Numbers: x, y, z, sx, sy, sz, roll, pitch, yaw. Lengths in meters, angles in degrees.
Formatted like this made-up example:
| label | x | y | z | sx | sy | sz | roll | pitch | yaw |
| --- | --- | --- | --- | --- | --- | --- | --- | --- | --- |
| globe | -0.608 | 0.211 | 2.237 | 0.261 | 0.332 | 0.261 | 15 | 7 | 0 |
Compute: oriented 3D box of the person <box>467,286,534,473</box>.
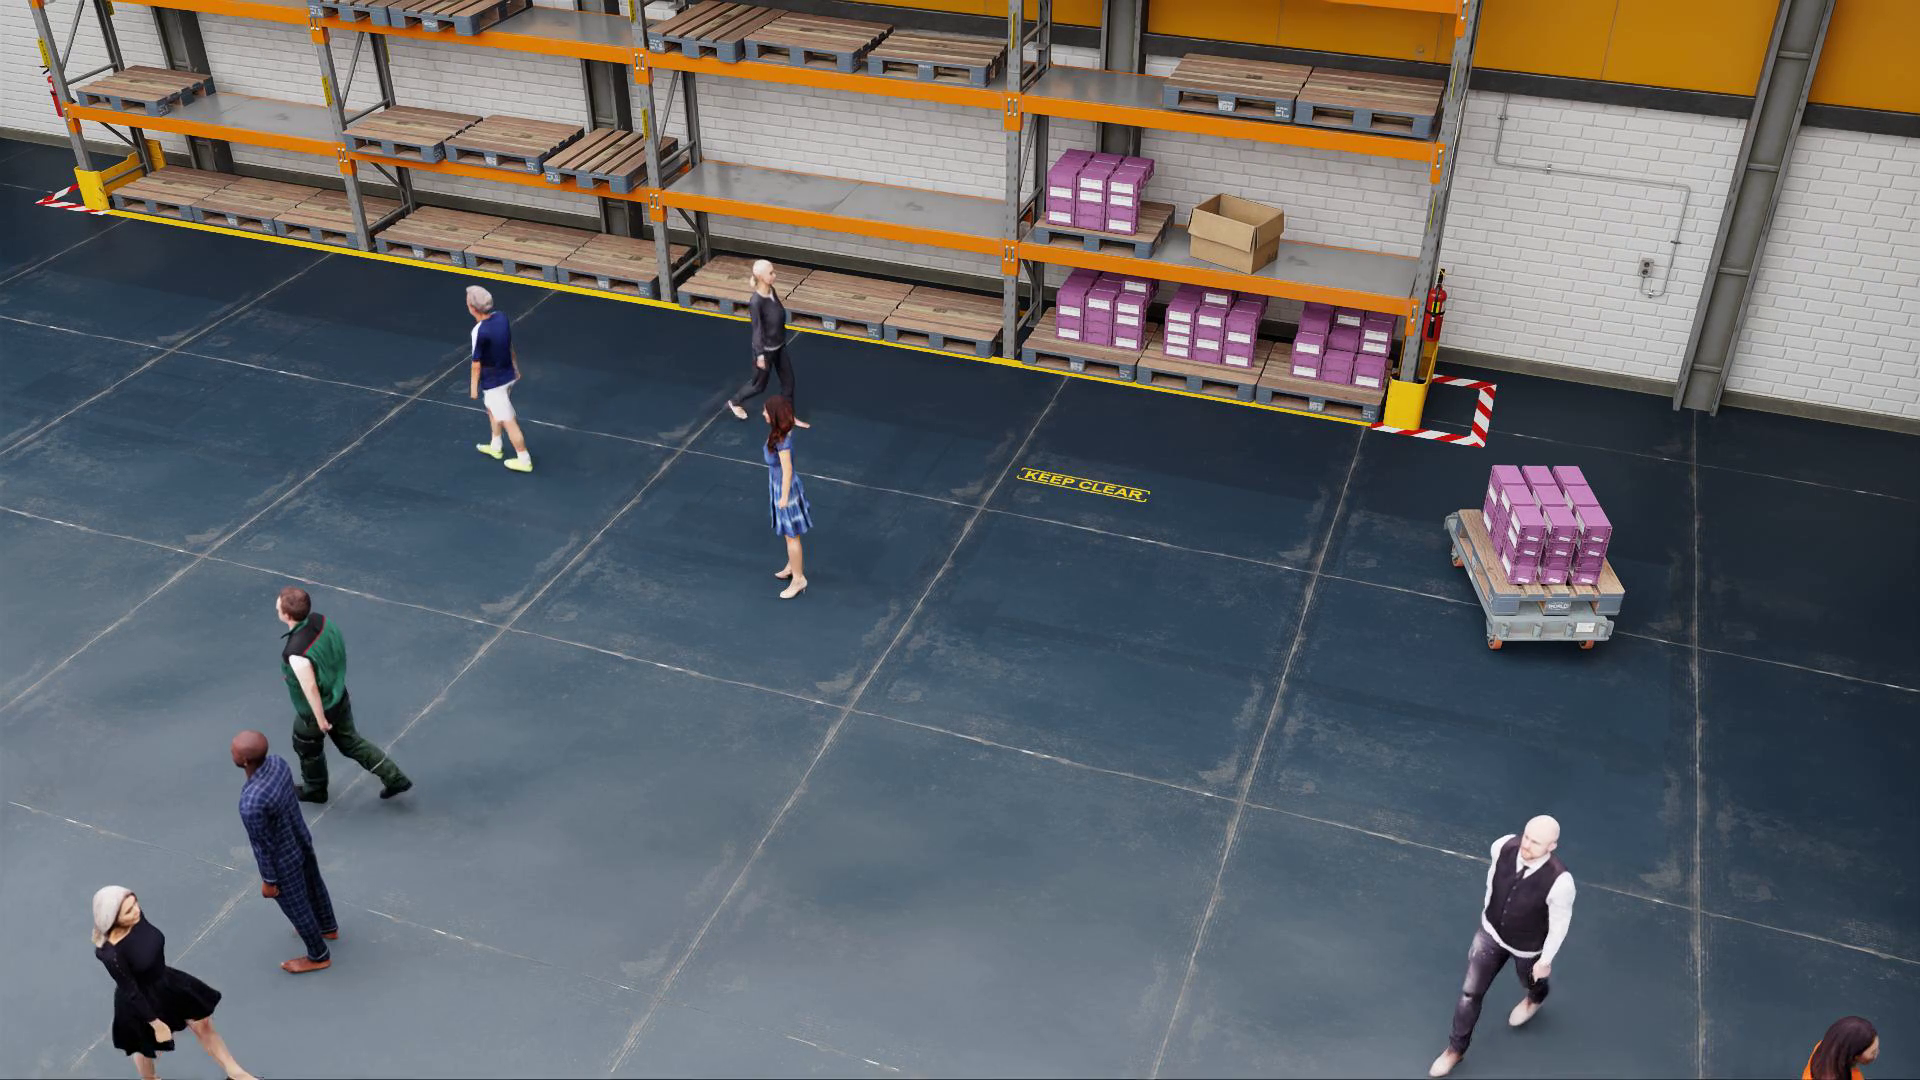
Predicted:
| label | x | y | z | sx | sy | sz | roll | pitch | yaw |
| --- | --- | --- | --- | --- | --- | --- | --- | --- | --- |
| person | -4.074 | -1.419 | 14.931 | 0.889 | 1.818 | 0.701 | 8 | 35 | 13 |

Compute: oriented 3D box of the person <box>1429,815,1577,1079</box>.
| label | x | y | z | sx | sy | sz | roll | pitch | yaw |
| --- | --- | --- | --- | --- | --- | --- | --- | --- | --- |
| person | 3.219 | 2.243 | 9.458 | 1.168 | 1.776 | 1.269 | -24 | 41 | -32 |

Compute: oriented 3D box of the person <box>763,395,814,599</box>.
| label | x | y | z | sx | sy | sz | roll | pitch | yaw |
| --- | --- | --- | --- | --- | --- | --- | --- | --- | --- |
| person | -1.413 | -0.355 | 13.342 | 0.754 | 1.805 | 0.759 | -5 | 34 | -7 |

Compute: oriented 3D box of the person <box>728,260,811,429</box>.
| label | x | y | z | sx | sy | sz | roll | pitch | yaw |
| --- | --- | --- | --- | --- | --- | --- | --- | --- | --- |
| person | -1.871 | -1.836 | 15.665 | 1.035 | 1.699 | 0.635 | 13 | 36 | 19 |

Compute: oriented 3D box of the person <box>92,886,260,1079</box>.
| label | x | y | z | sx | sy | sz | roll | pitch | yaw |
| --- | --- | --- | --- | --- | --- | --- | --- | --- | --- |
| person | -4.501 | 2.529 | 9.077 | 1.052 | 1.723 | 0.840 | 0 | 34 | -1 |

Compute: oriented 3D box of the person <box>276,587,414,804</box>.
| label | x | y | z | sx | sy | sz | roll | pitch | yaw |
| --- | --- | --- | --- | --- | --- | --- | --- | --- | --- |
| person | -4.200 | 1.096 | 11.156 | 1.197 | 1.809 | 0.825 | 5 | 34 | 8 |

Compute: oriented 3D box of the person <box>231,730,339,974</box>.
| label | x | y | z | sx | sy | sz | roll | pitch | yaw |
| --- | --- | --- | --- | --- | --- | --- | --- | --- | --- |
| person | -4.067 | 1.852 | 10.009 | 0.726 | 1.818 | 0.735 | 0 | 34 | -1 |

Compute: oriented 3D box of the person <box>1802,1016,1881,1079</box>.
| label | x | y | z | sx | sy | sz | roll | pitch | yaw |
| --- | --- | --- | --- | --- | --- | --- | --- | --- | --- |
| person | 4.262 | 3.004 | 8.338 | 0.544 | 1.749 | 0.620 | 10 | 35 | 15 |
